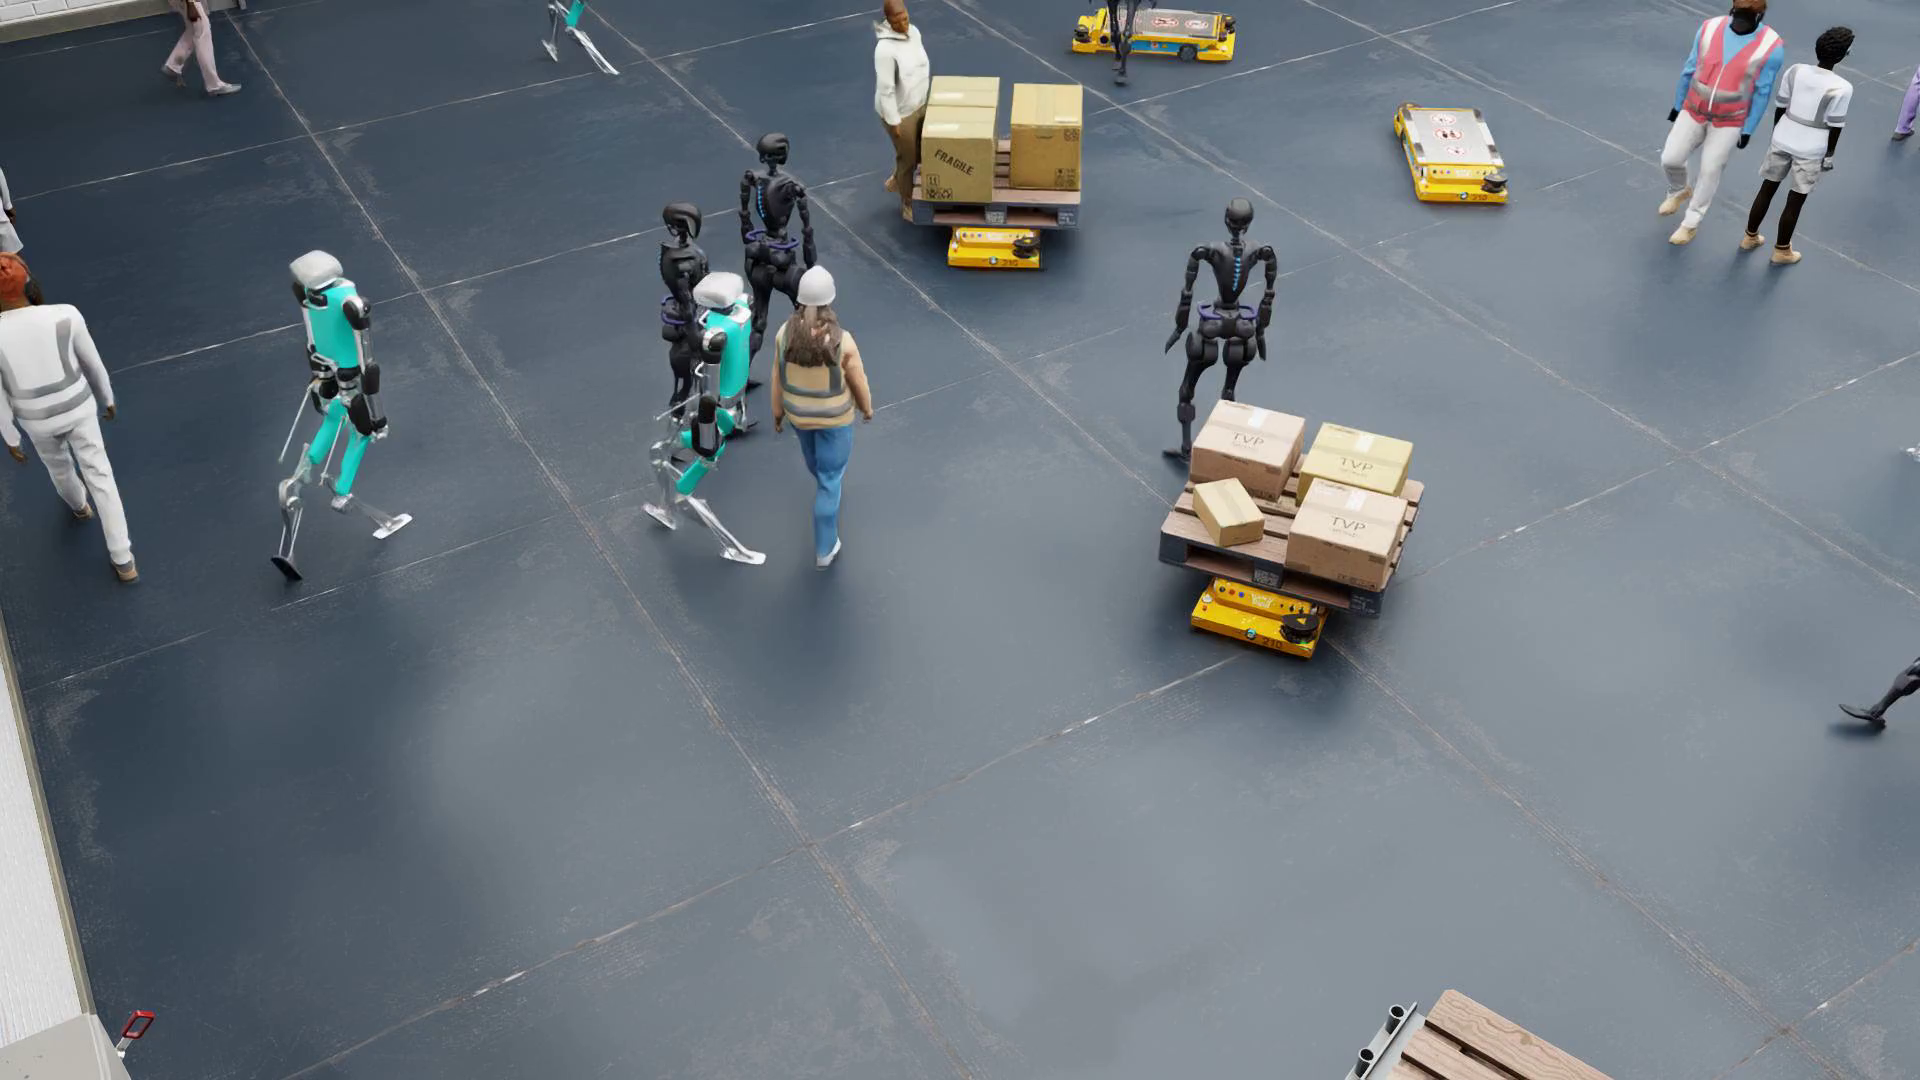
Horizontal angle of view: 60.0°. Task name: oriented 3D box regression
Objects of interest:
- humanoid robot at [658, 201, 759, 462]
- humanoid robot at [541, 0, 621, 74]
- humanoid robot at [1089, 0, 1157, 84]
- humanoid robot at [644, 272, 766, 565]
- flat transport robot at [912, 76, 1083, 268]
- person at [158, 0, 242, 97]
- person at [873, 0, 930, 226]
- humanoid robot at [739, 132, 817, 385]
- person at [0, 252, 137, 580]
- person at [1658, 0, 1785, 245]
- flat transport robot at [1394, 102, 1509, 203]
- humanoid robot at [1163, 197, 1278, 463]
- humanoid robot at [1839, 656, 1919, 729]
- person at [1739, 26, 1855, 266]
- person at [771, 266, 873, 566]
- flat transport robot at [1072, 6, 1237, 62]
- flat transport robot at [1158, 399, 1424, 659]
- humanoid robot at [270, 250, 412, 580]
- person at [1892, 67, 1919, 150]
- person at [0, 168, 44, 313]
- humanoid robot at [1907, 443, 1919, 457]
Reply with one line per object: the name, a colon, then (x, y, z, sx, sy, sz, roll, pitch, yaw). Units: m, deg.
humanoid robot: (-1.557, -1.216, 9.700, 0.622, 1.642, 0.600, -6, 39, -7)
humanoid robot: (-3.425, -4.882, 14.304, 0.988, 1.776, 0.531, 14, 40, 17)
humanoid robot: (1.377, -4.735, 14.148, 0.610, 1.628, 0.650, 13, 40, 16)
humanoid robot: (-1.534, -0.667, 8.975, 0.948, 1.775, 0.554, 10, 40, 13)
flat transport robot: (0.283, -2.449, 12.382, 0.659, 0.231, 1.431, 2, 38, 3)
person: (-6.461, -4.523, 13.745, 0.488, 1.821, 0.576, -26, 45, -29)
person: (-0.410, -3.094, 12.018, 0.437, 1.732, 0.544, 22, 43, 25)
humanoid robot: (-1.187, -1.733, 10.400, 0.601, 1.642, 0.775, 23, 44, 26)
person: (-4.854, -0.715, 8.938, 0.579, 1.823, 1.016, -20, 43, -23)
person: (5.368, -3.019, 11.843, 0.644, 1.826, 0.494, 27, 46, 30)
flat transport robot: (3.876, -3.078, 13.176, 0.659, 0.231, 1.431, 2, 38, 3)
humanoid robot: (1.513, -1.190, 9.658, 0.605, 1.639, 0.406, -3, 39, -4)
humanoid robot: (4.711, 0.376, 7.702, 0.696, 1.636, 0.590, 2, 38, 2)
person: (5.866, -2.745, 11.604, 0.321, 1.697, 0.529, -20, 43, -24)
person: (-0.727, -0.747, 9.097, 0.507, 1.683, 0.882, 11, 40, 14)
flat transport robot: (1.769, -4.594, 15.088, 1.431, 0.231, 0.659, 6, 39, 8)
flat transport robot: (1.811, 0.073, 9.200, 0.659, 0.231, 1.431, 16, 41, 19)
humanoid robot: (-3.480, -0.577, 8.854, 0.548, 1.768, 0.961, 23, 44, 27)
person: (7.789, -3.960, 13.024, 0.388, 1.839, 0.564, -20, 43, -24)
person: (-6.296, -2.079, 10.575, 0.374, 1.932, 0.550, 17, 42, 20)
humanoid robot: (5.999, -1.247, 9.692, 0.530, 1.793, 0.791, -9, 39, -11)
